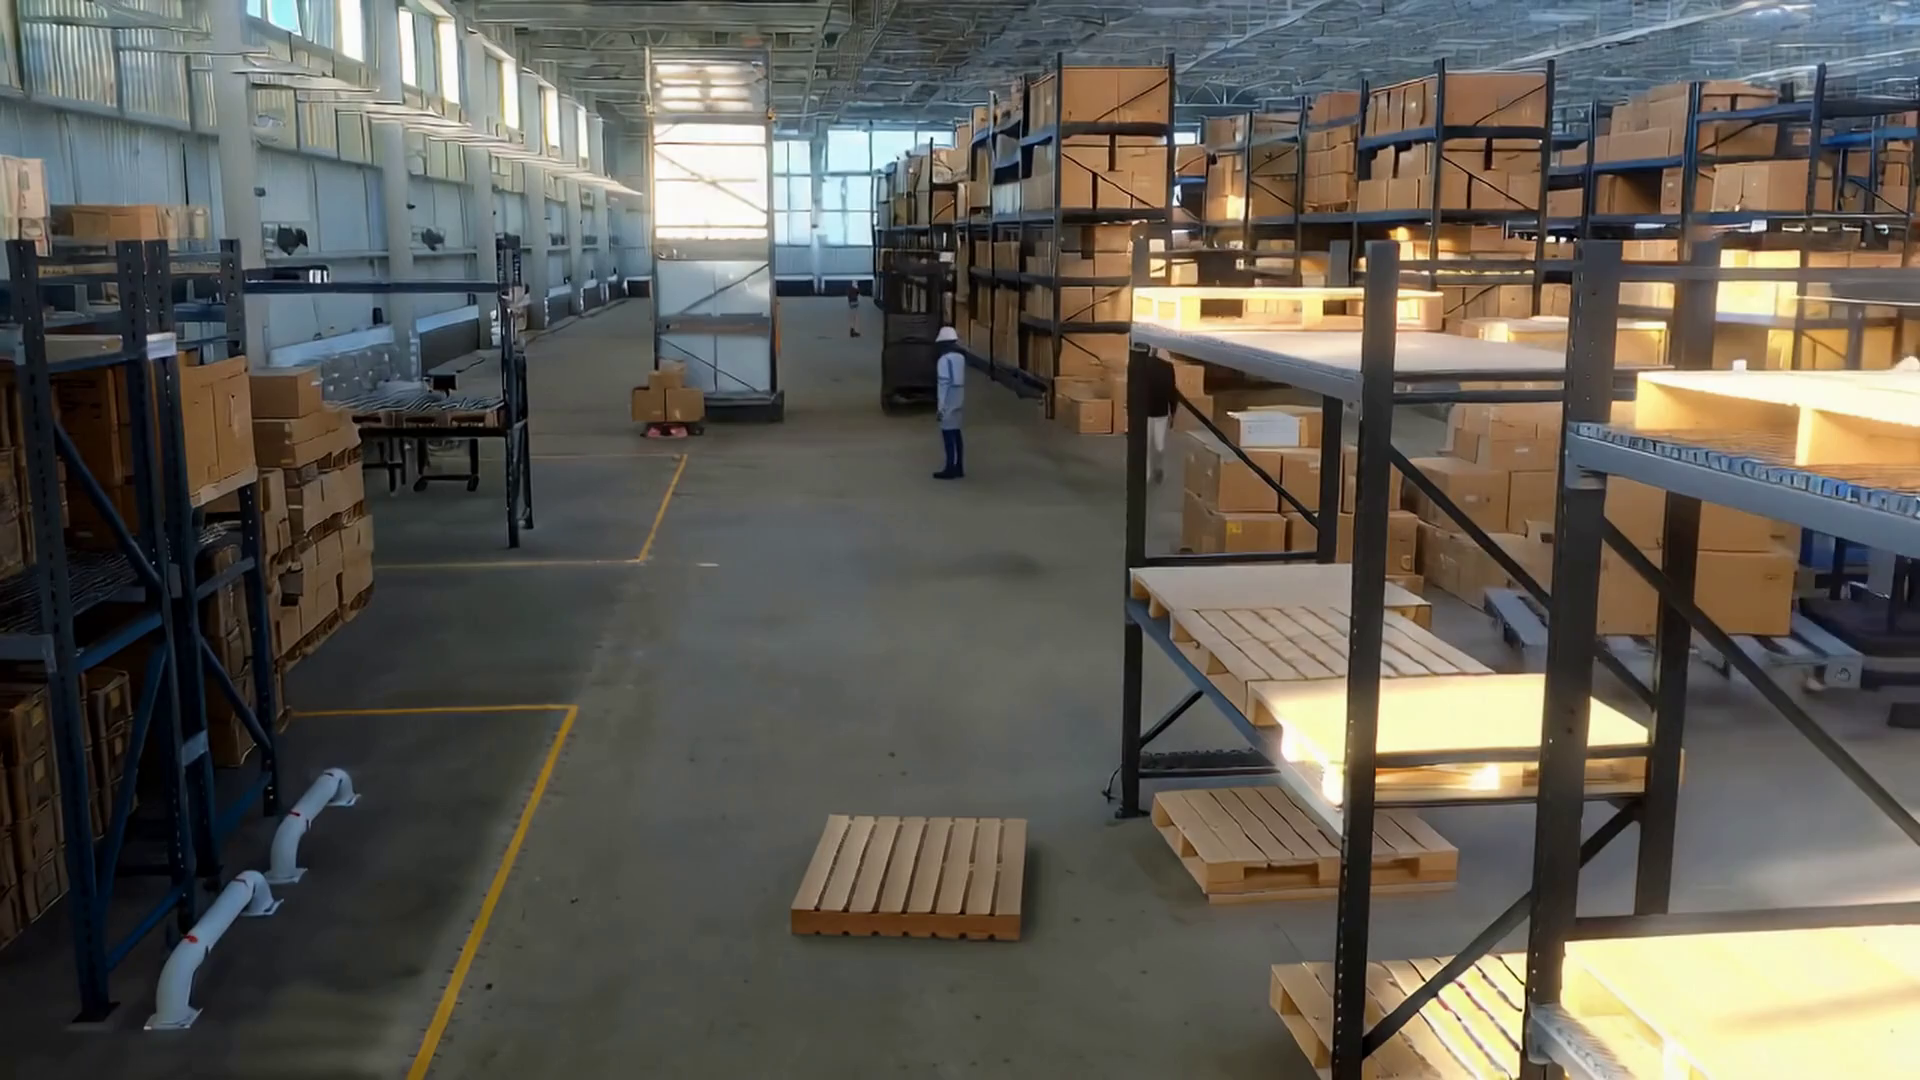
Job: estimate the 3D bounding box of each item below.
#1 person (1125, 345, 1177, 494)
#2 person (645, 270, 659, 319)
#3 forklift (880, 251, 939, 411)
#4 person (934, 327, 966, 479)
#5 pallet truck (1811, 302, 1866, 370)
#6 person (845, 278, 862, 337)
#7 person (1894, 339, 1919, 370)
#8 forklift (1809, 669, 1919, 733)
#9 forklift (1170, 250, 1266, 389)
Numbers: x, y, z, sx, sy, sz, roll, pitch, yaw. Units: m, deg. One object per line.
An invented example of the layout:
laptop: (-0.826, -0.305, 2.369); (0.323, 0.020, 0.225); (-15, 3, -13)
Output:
person: (2.306, -1.557, 20.076); (0.630, 1.975, 0.667); (3, 11, 17)
person: (-11.948, -9.524, 64.458); (0.402, 1.894, 0.651); (9, 13, 40)
forklift: (-0.864, -3.799, 29.981); (1.129, 2.768, 1.873); (-1, 10, -6)
person: (-0.152, -1.747, 21.227); (0.373, 1.934, 0.551); (6, 12, 30)
pallet truck: (15.846, -3.142, 28.793); (1.885, 1.965, 0.823); (2, 10, 12)
person: (-3.350, -7.296, 52.273); (0.577, 1.832, 0.452); (4, 11, 21)
person: (11.963, -1.587, 20.688); (0.643, 1.814, 0.717); (1, 10, 6)
forklift: (6.592, -0.255, 10.344); (1.873, 2.768, 1.129); (2, 10, 9)
forklift: (5.139, -4.452, 33.602); (1.873, 2.768, 1.129); (-5, 12, -27)
